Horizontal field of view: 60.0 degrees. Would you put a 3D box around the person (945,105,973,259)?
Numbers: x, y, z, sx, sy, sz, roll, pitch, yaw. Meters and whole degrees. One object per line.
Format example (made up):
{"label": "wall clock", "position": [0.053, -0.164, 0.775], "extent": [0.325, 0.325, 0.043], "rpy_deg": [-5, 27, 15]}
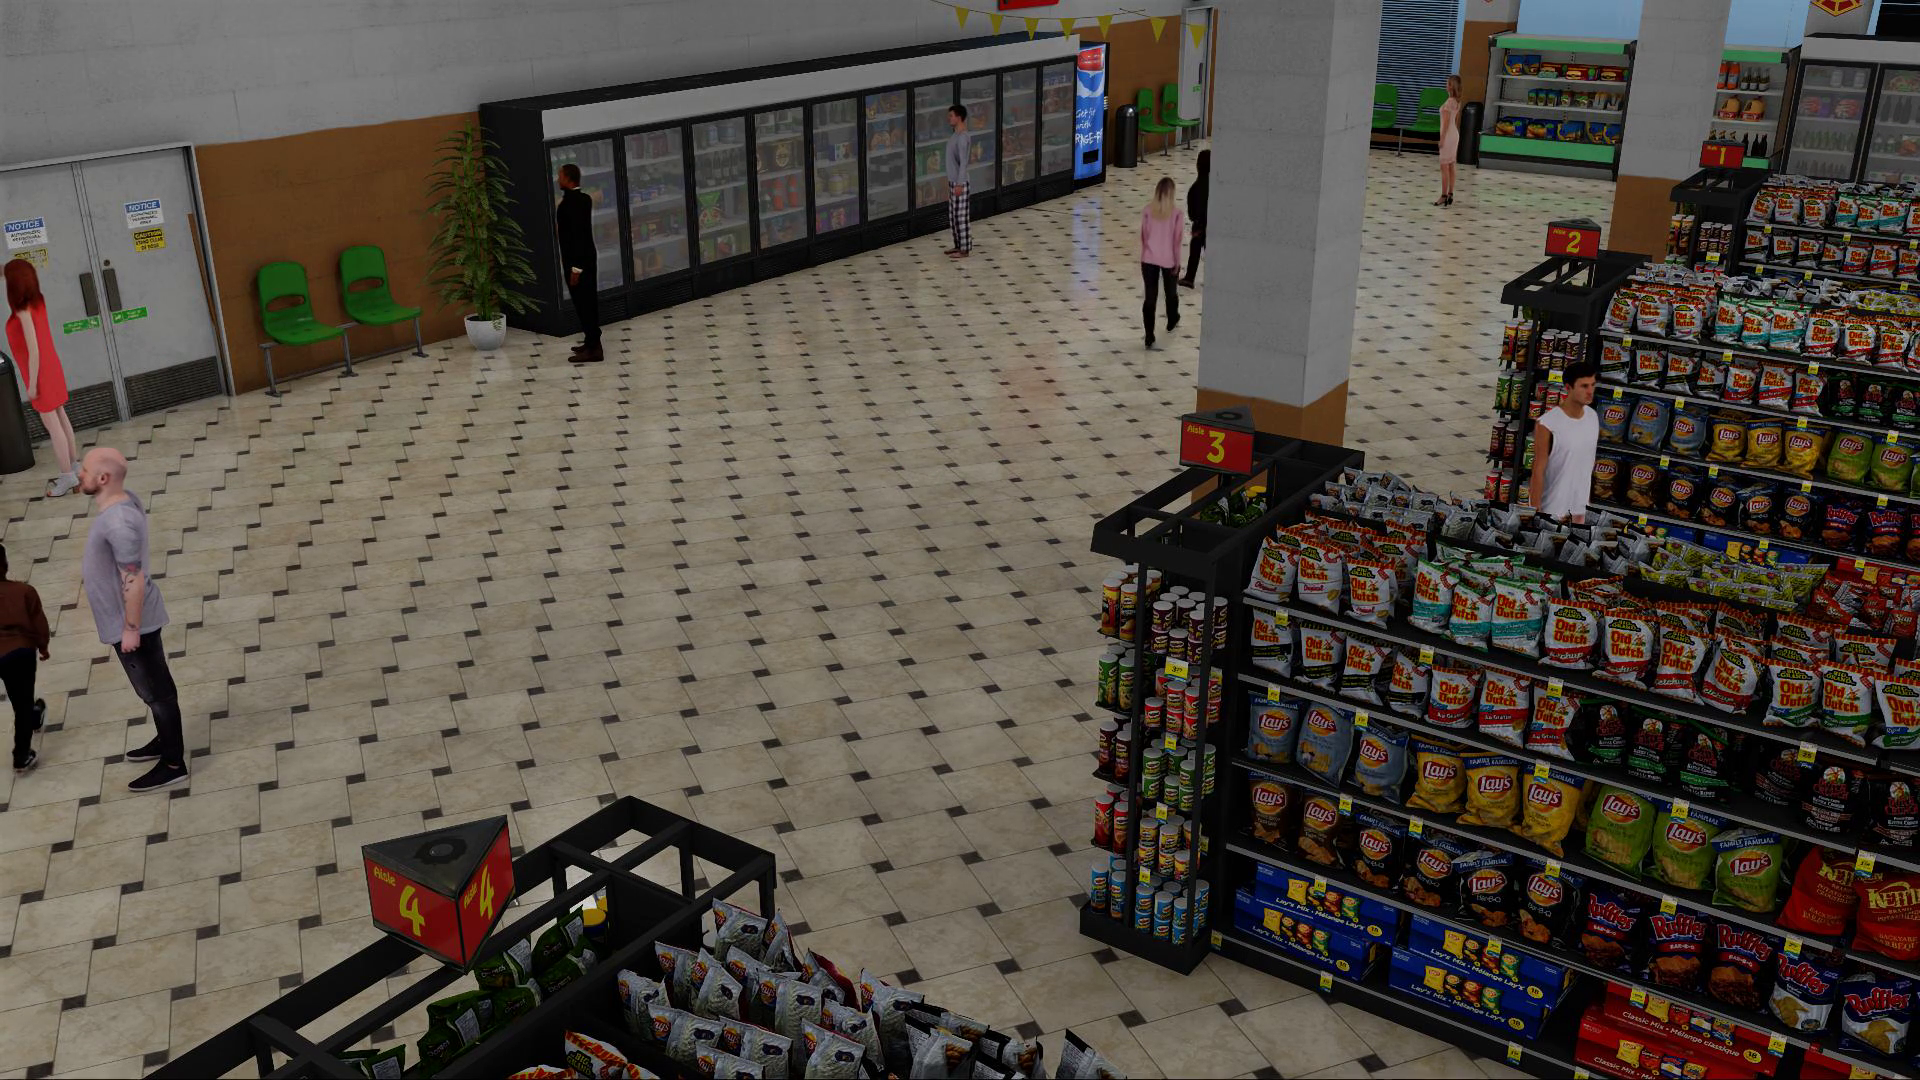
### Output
{"label": "person", "position": [-0.009, -4.448, 20.606], "extent": [0.749, 1.850, 0.682], "rpy_deg": [-4, 22, -11]}

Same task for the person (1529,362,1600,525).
{"label": "person", "position": [3.675, -0.236, 10.205], "extent": [0.732, 1.788, 0.728], "rpy_deg": [-11, 24, -25]}

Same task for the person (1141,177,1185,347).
{"label": "person", "position": [1.980, -2.756, 16.675], "extent": [1.093, 1.640, 0.895], "rpy_deg": [6, 23, 16]}

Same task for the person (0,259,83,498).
{"label": "person", "position": [-6.973, -1.240, 12.652], "extent": [0.729, 1.828, 0.654], "rpy_deg": [-5, 22, -13]}

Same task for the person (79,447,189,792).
{"label": "person", "position": [-4.272, 0.386, 8.591], "extent": [0.819, 1.838, 0.702], "rpy_deg": [-10, 24, -23]}

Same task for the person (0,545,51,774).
{"label": "person", "position": [-5.033, 0.639, 8.797], "extent": [0.861, 1.215, 0.956], "rpy_deg": [-6, 23, -14]}

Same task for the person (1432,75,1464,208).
{"label": "person", "position": [6.992, -5.701, 23.751], "extent": [0.532, 1.829, 0.585], "rpy_deg": [19, 29, 39]}

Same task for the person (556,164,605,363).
{"label": "person", "position": [-3.693, -2.694, 16.168], "extent": [0.829, 1.904, 0.801], "rpy_deg": [-1, 22, -3]}
